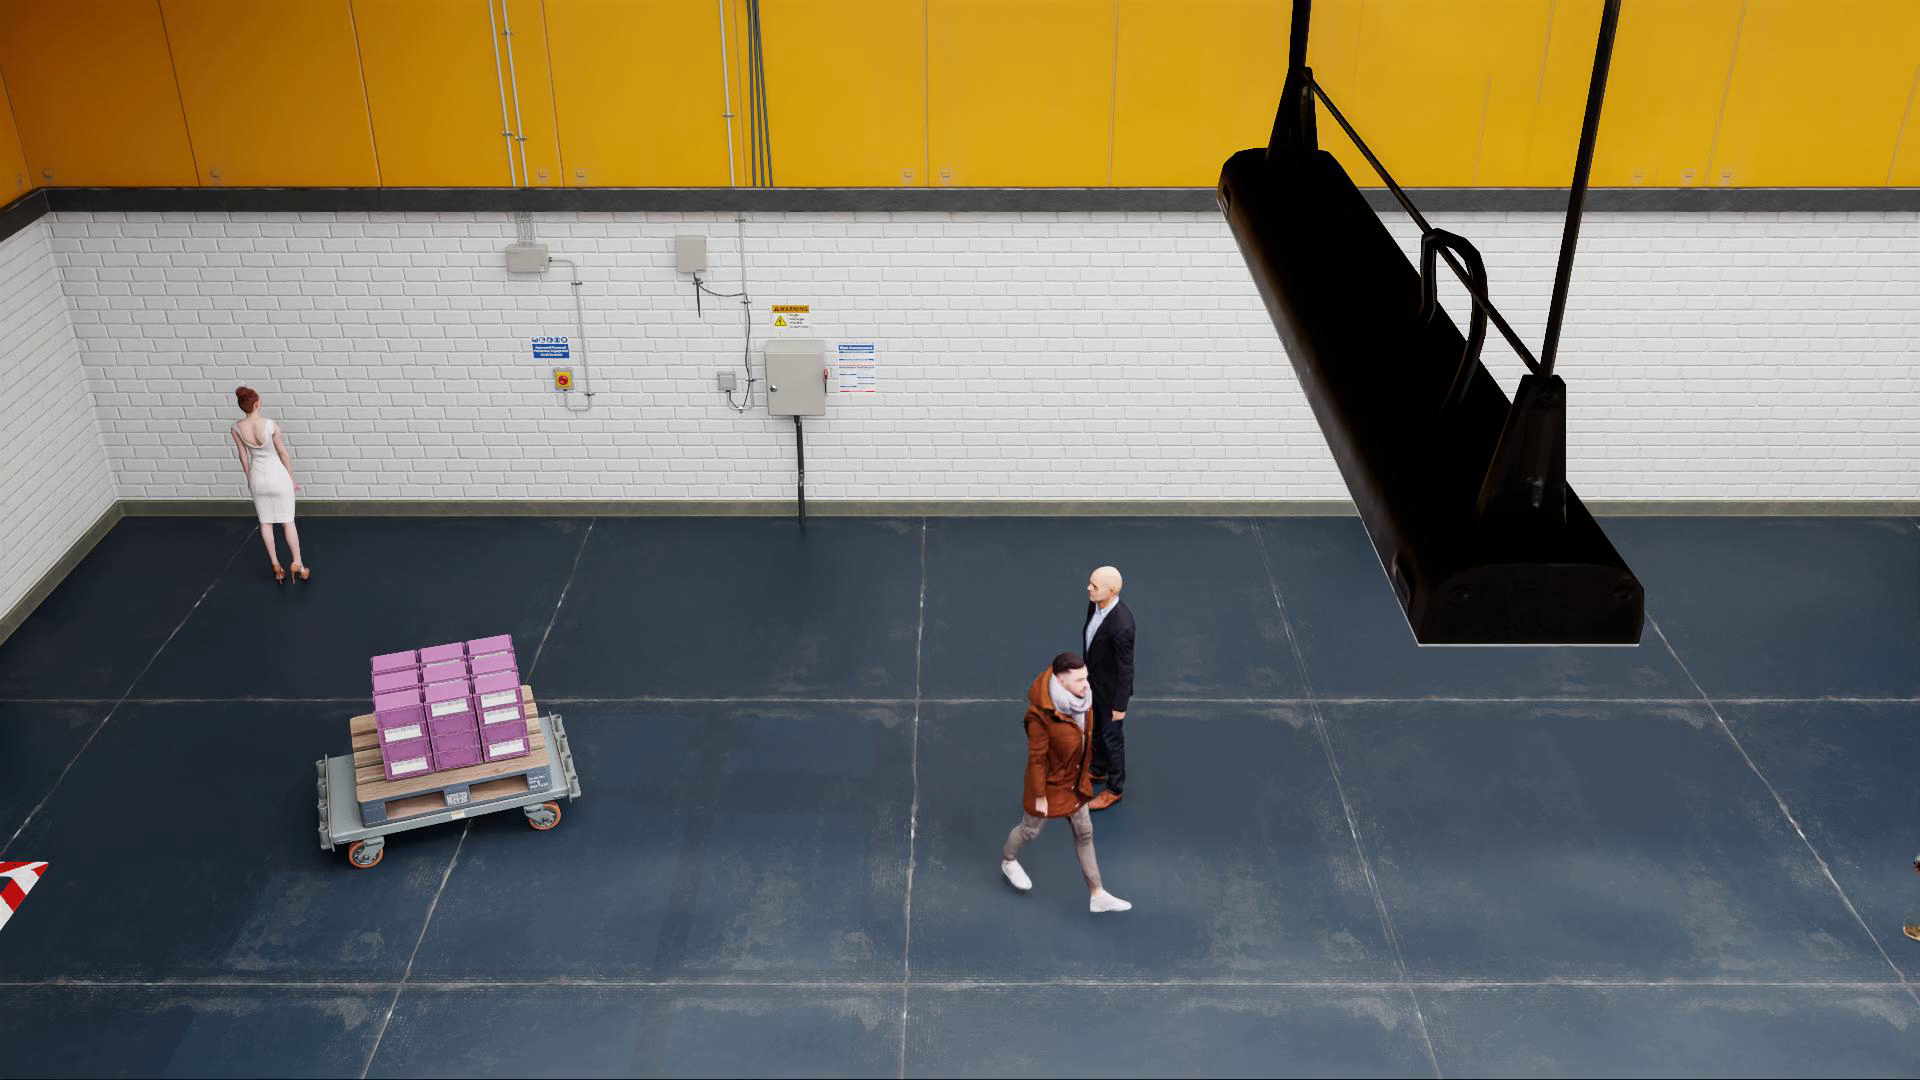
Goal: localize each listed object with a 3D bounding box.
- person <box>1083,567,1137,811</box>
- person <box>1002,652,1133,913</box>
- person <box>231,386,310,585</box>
[{"bbox_3d":[0.974,0.963,11.094,0.817,1.798,0.647,-11,30,-19],"label":"person"},{"bbox_3d":[0.514,1.465,10.198,1.235,1.776,1.210,24,37,37],"label":"person"},{"bbox_3d":[-5.695,-0.456,13.701,0.565,1.794,0.463,1,29,1],"label":"person"}]
